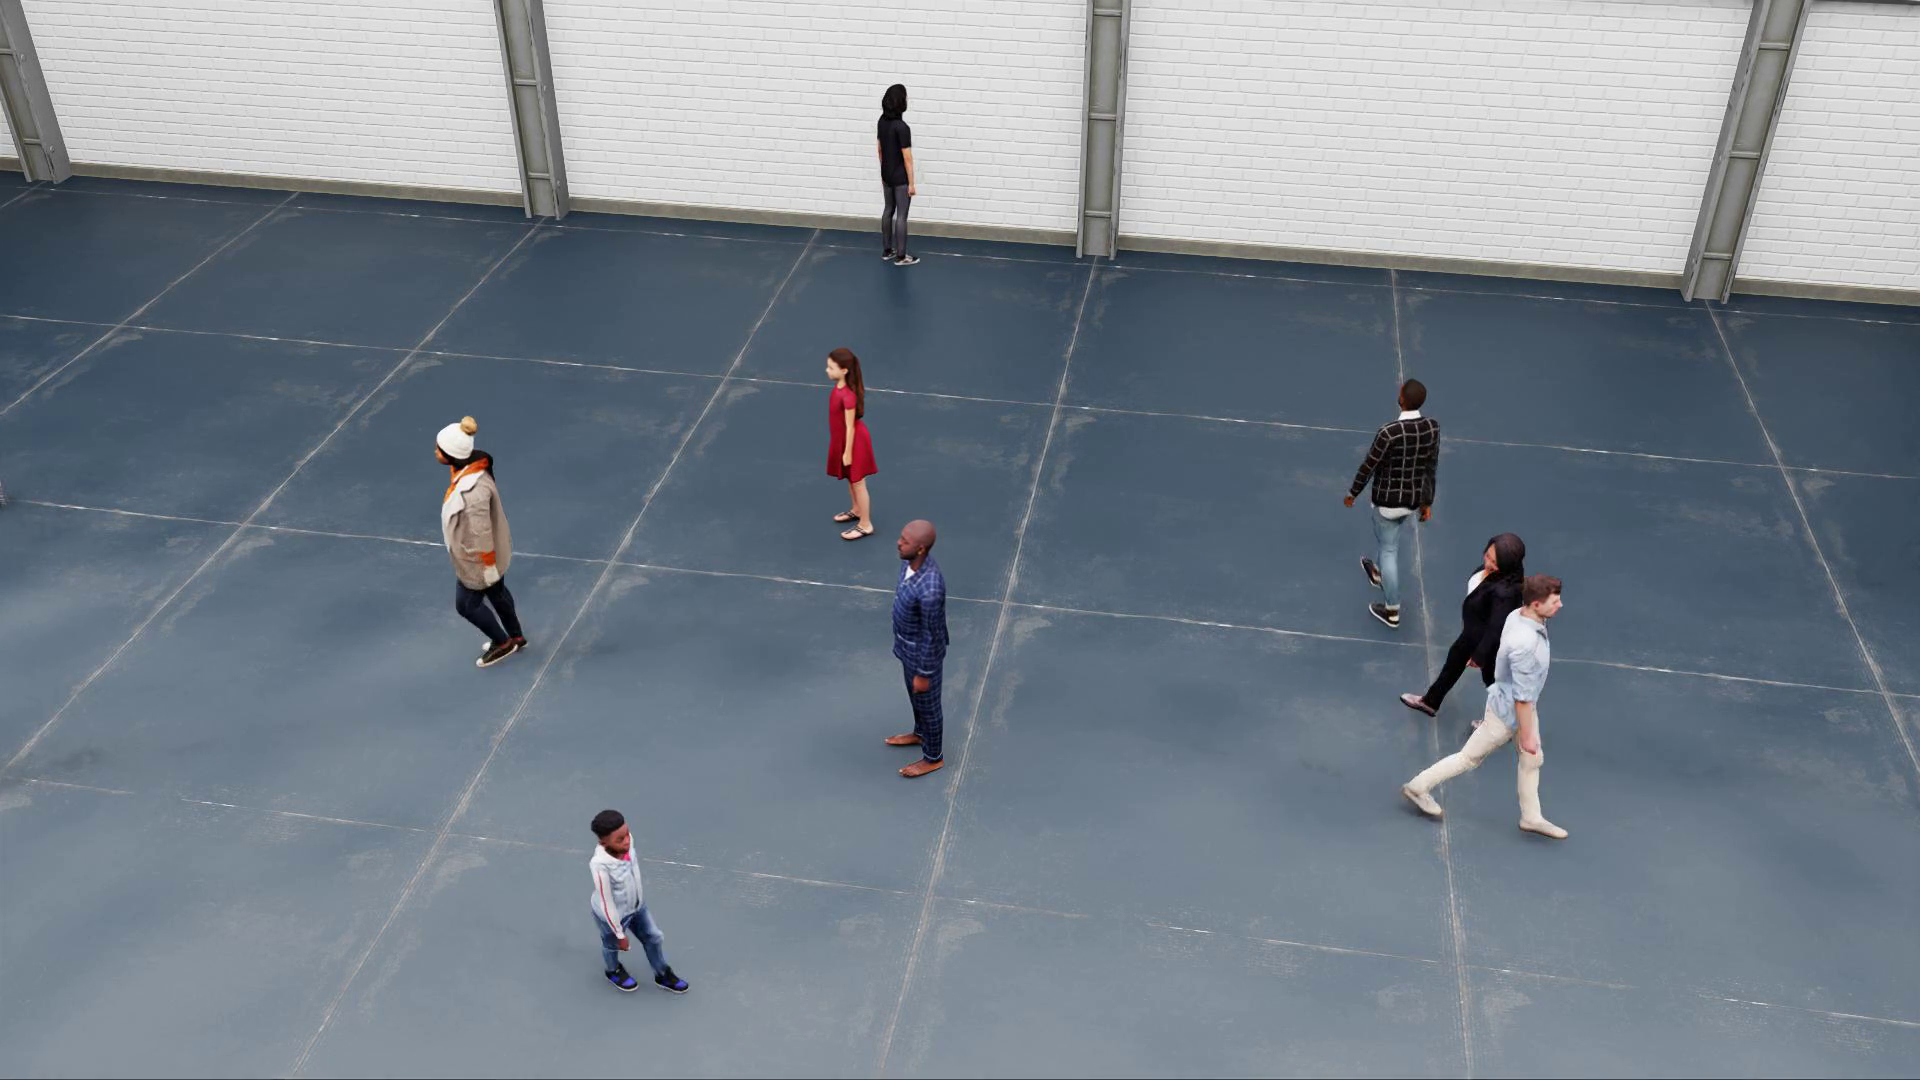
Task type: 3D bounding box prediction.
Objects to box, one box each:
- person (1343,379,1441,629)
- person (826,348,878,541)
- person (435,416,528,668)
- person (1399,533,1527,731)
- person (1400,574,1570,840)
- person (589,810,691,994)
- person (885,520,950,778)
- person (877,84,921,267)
[{"bbox_3d":[3.056,-0.205,11.462,1.066,1.786,1.054,-13,36,-19],"label":"person"},{"bbox_3d":[-0.819,-0.749,12.496,0.722,1.548,0.666,-10,35,-14],"label":"person"},{"bbox_3d":[-3.089,0.012,11.055,0.809,1.876,0.812,-8,35,-12],"label":"person"},{"bbox_3d":[3.419,0.622,10.414,0.934,1.569,0.674,7,34,11],"label":"person"},{"bbox_3d":[3.088,0.970,9.666,1.296,1.818,0.879,14,36,20],"label":"person"},{"bbox_3d":[-1.843,1.905,8.782,0.778,1.239,0.628,20,38,27],"label":"person"},{"bbox_3d":[-0.242,0.637,10.166,0.759,1.819,0.756,-9,35,-14],"label":"person"},{"bbox_3d":[-0.645,-3.657,16.613,0.761,1.834,0.680,-24,41,-32],"label":"person"}]
